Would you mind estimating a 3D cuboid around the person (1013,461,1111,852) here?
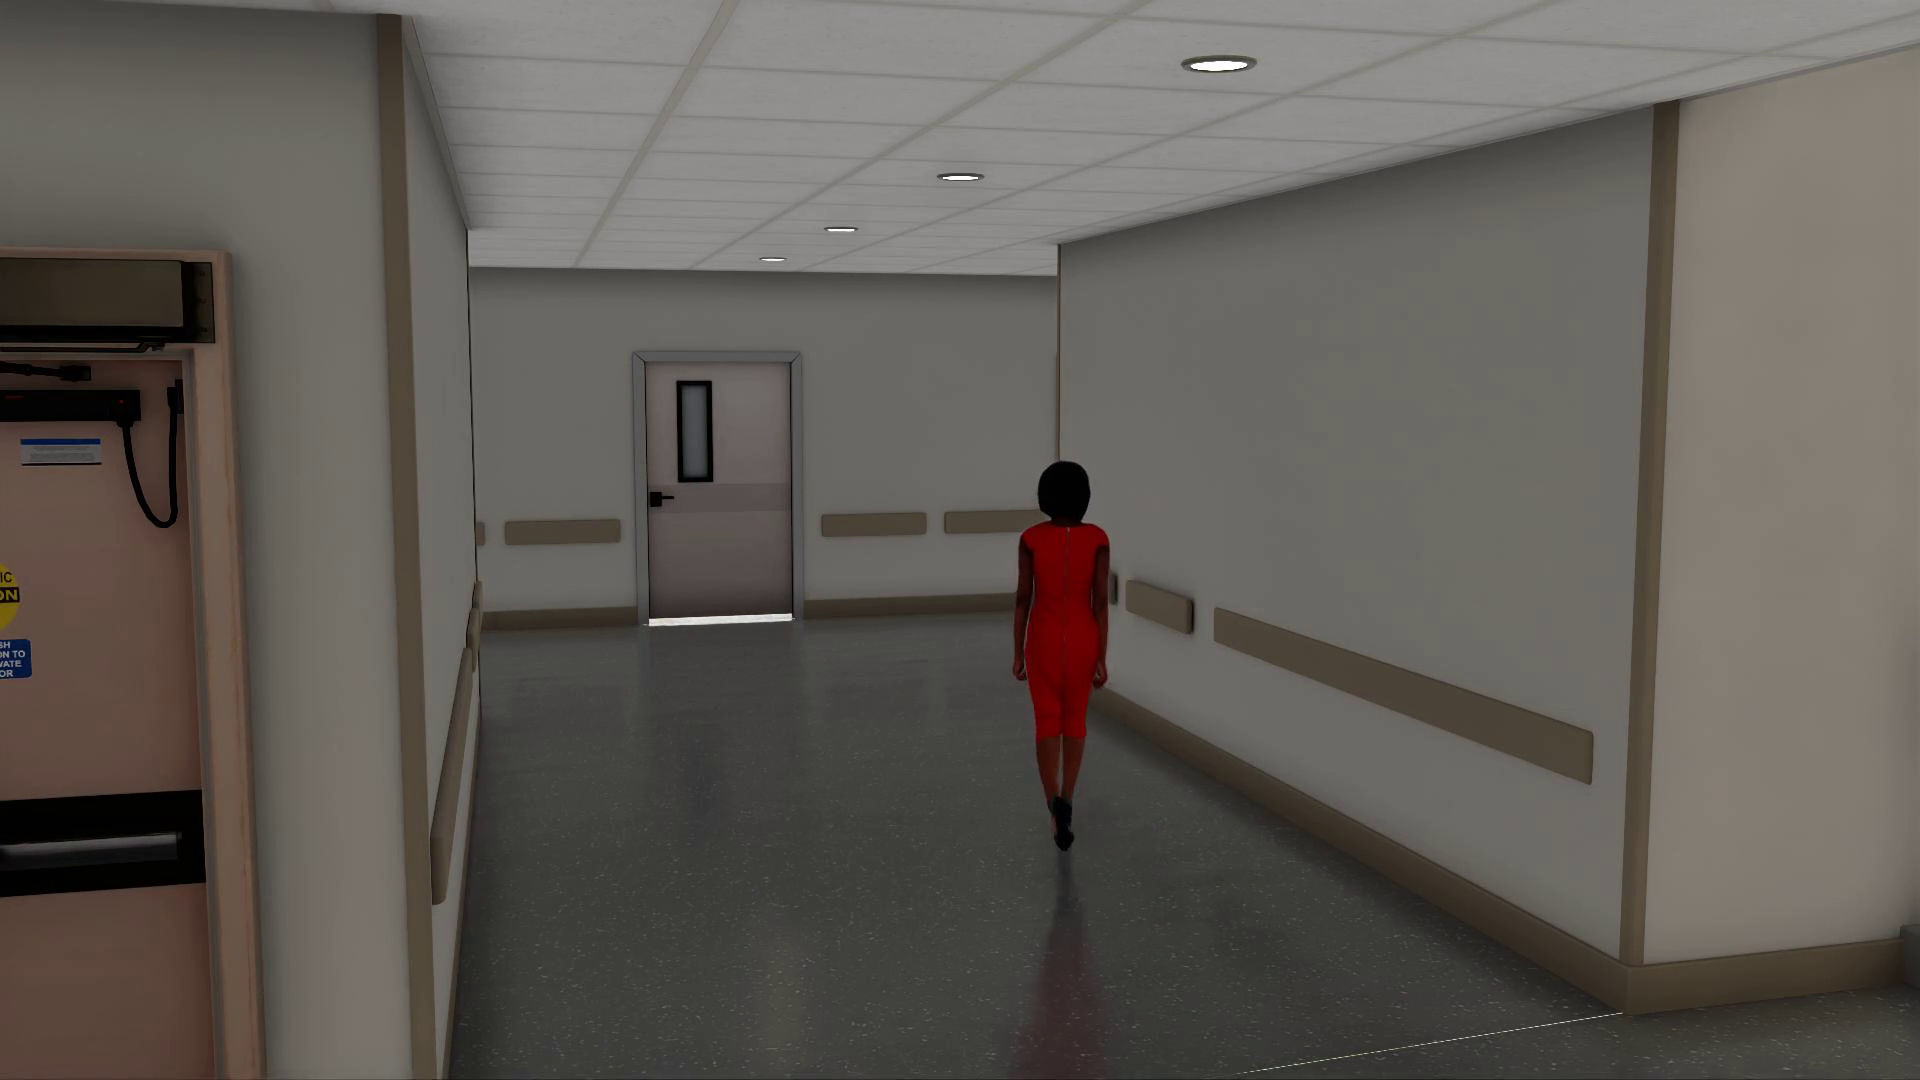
[{"bbox_3d":[0.453,0.539,7.343,1.067,1.714,0.823,0,6,-1],"label":"person"}]
